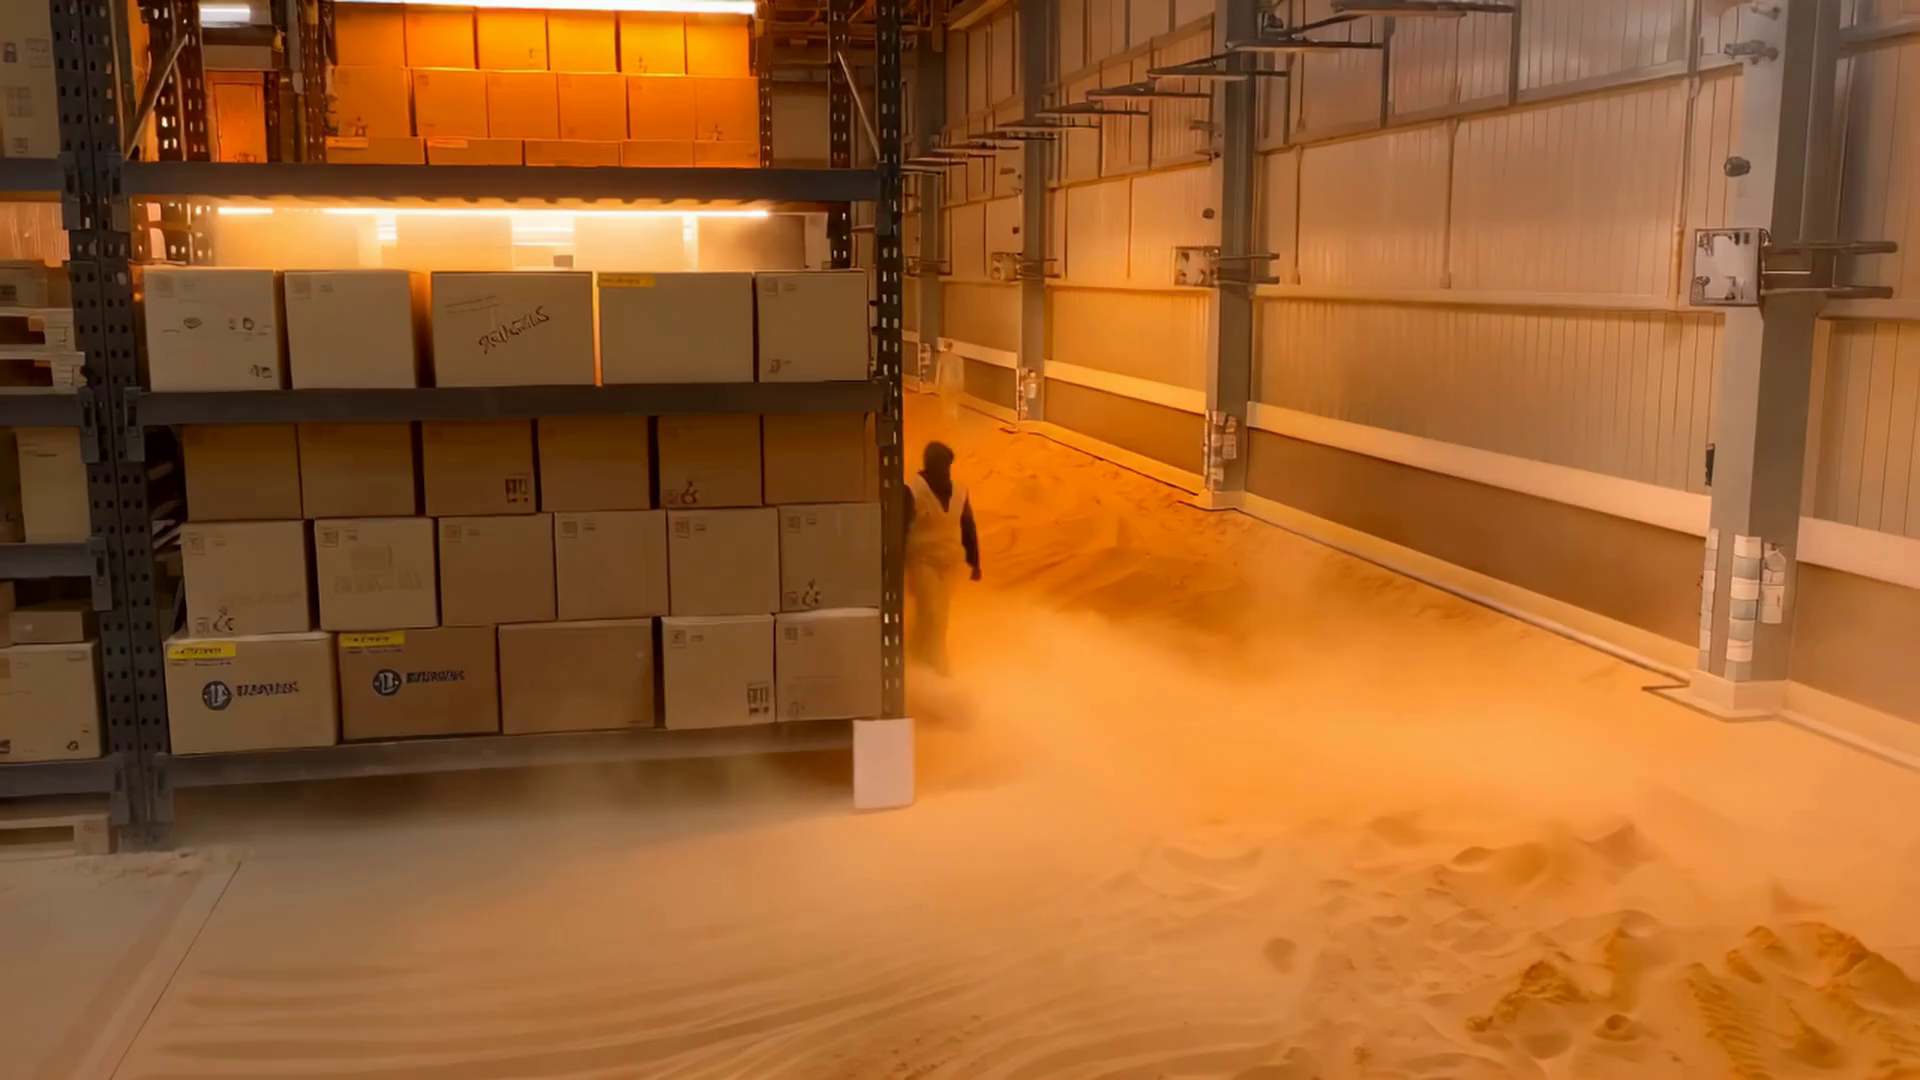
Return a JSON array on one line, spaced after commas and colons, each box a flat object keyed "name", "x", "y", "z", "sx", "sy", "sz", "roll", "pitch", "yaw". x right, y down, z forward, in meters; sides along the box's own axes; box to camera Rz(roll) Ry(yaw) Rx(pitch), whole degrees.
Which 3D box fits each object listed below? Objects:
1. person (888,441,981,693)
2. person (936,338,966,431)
[{"name": "person", "x": -0.147, "y": 0.187, "z": 11.926, "sx": 0.737, "sy": 1.800, "sz": 0.713, "roll": -8, "pitch": 13, "yaw": -42}, {"name": "person", "x": -0.158, "y": -2.862, "z": 30.714, "sx": 0.571, "sy": 1.732, "sz": 0.546, "roll": -2, "pitch": 10, "yaw": -12}]
